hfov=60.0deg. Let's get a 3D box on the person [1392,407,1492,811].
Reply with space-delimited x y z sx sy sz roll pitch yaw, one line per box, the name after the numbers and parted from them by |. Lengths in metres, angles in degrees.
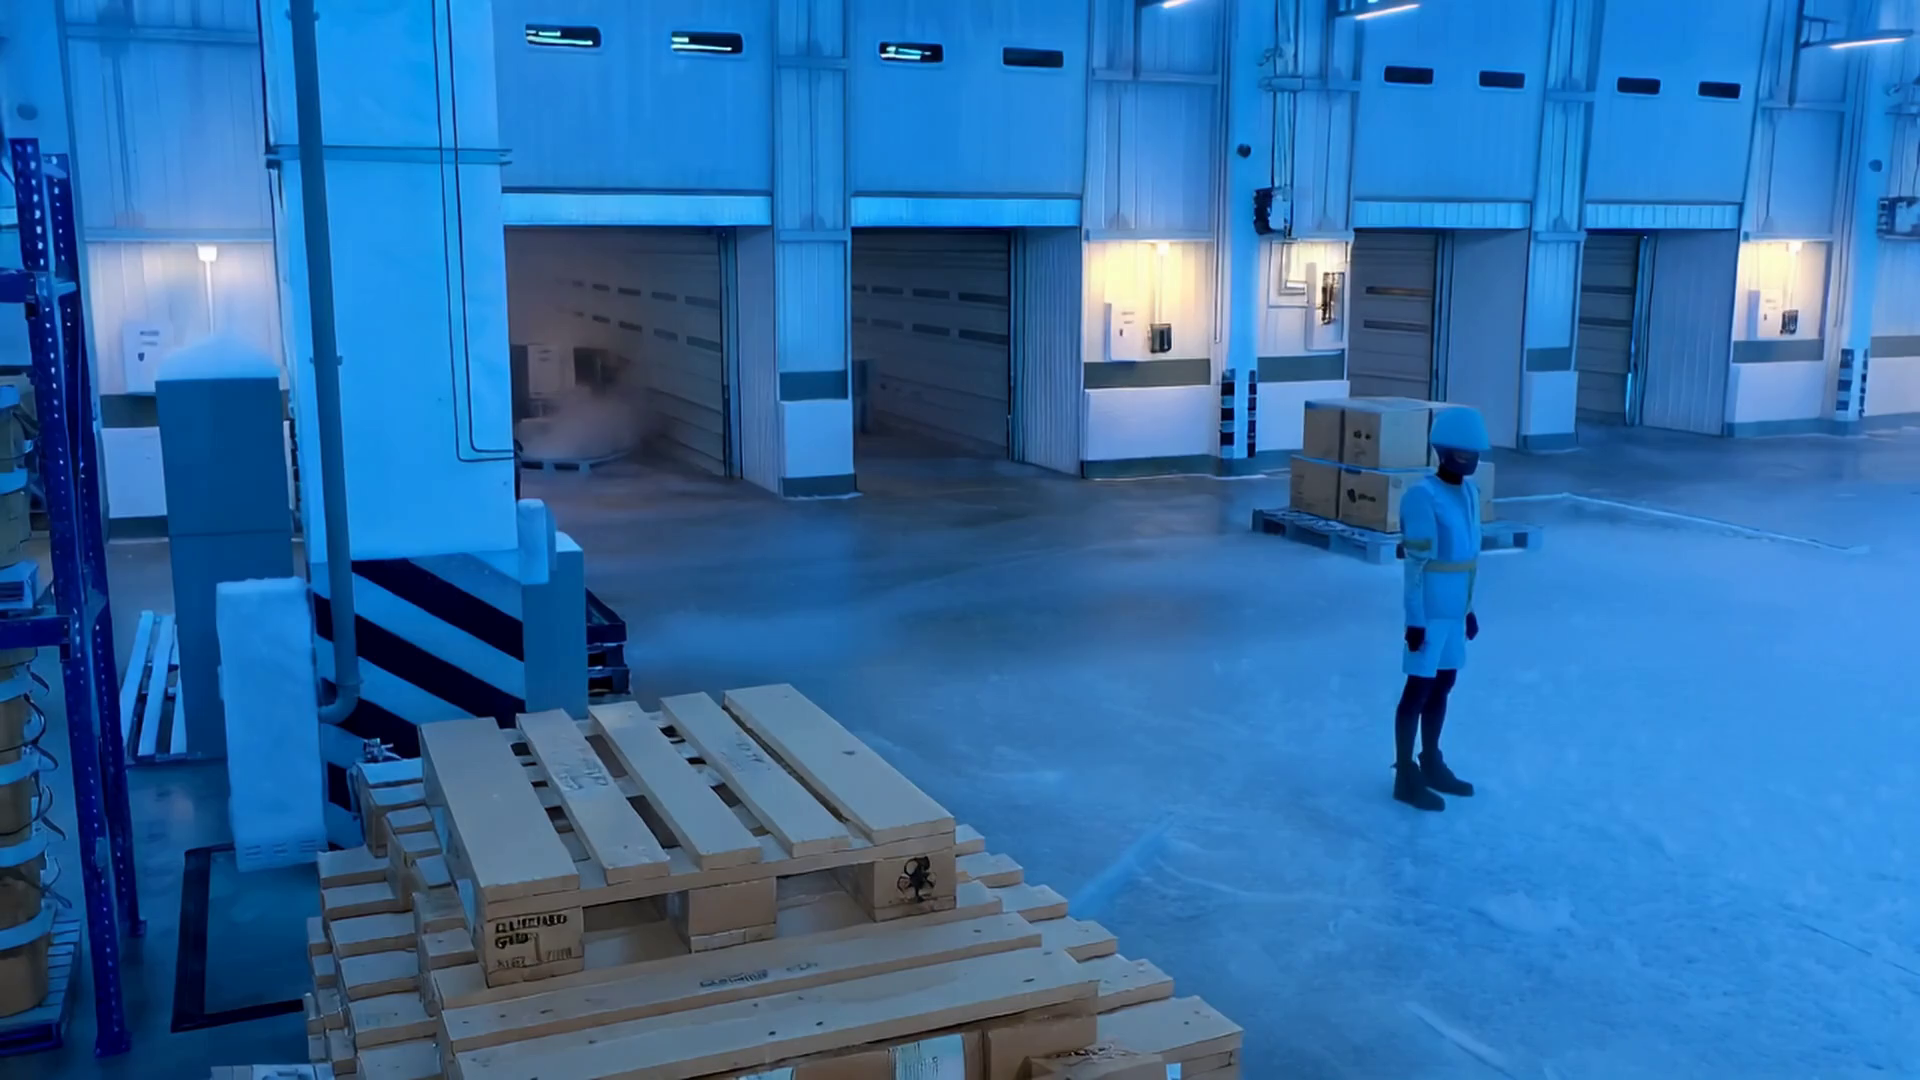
2.341 0.323 8.008 0.548 1.937 0.379 -9 14 -42 | person
